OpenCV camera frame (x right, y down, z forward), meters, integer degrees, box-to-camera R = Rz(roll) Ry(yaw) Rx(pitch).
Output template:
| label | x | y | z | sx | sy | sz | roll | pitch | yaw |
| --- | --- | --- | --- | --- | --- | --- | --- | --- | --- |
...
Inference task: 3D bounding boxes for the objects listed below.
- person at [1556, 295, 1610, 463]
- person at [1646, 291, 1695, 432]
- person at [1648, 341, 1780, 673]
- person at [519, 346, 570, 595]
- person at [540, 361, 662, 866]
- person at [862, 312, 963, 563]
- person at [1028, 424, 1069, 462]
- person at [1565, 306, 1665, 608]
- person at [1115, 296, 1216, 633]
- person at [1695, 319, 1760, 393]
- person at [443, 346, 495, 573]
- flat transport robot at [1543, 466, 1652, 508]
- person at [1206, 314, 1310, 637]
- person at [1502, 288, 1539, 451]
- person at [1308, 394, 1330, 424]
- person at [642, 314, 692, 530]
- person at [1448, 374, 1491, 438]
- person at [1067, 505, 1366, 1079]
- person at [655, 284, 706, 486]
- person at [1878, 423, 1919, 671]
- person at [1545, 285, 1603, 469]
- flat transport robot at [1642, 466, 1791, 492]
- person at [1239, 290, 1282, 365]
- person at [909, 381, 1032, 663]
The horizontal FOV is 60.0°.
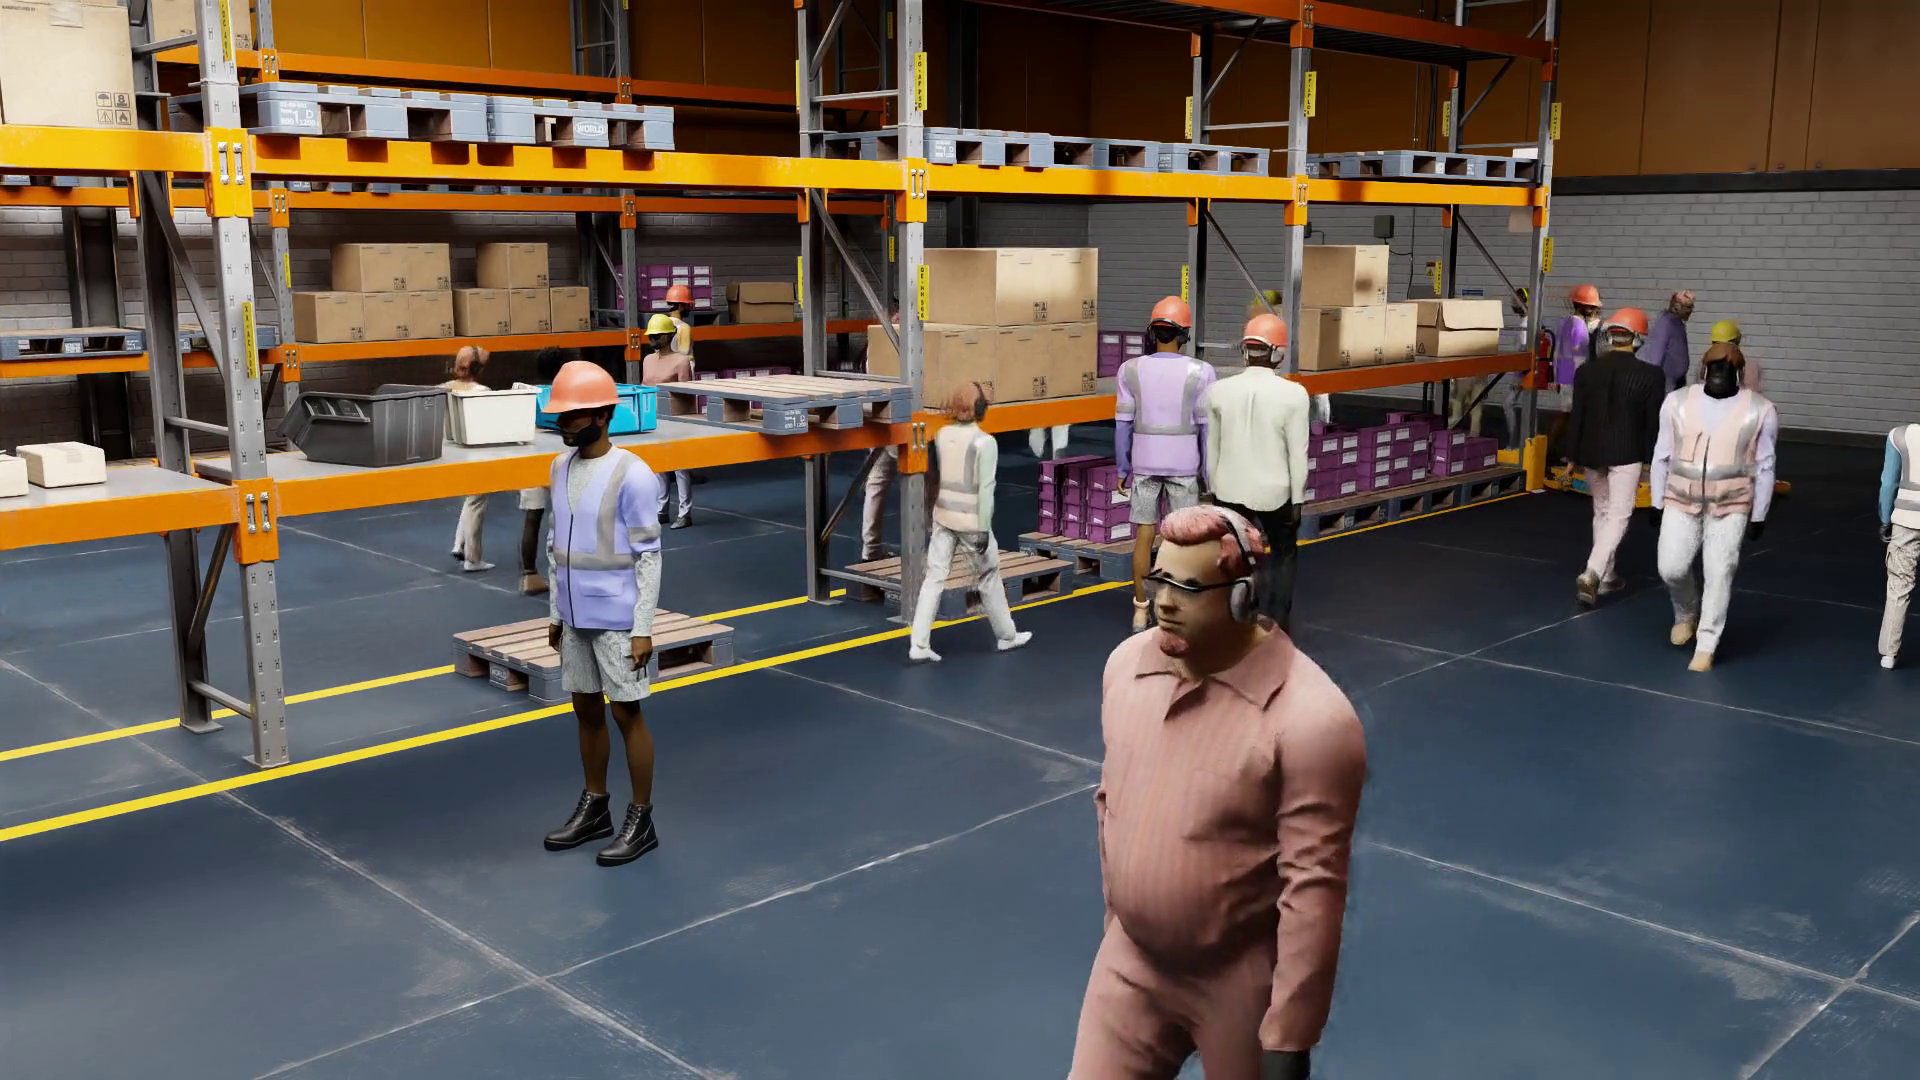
| label | x | y | z | sx | sy | sz | roll | pitch | yaw |
| --- | --- | --- | --- | --- | --- | --- | --- | --- | --- |
| person | 6.602 | -1.712 | 17.568 | 0.650 | 1.829 | 0.539 | -10 | 14 | -42 |
| person | 7.196 | -1.587 | 16.839 | 1.019 | 1.838 | 0.731 | 6 | 12 | 31 |
| person | 4.179 | -0.193 | 9.267 | 0.644 | 1.831 | 0.507 | 7 | 12 | 33 |
| person | -2.708 | -0.489 | 11.339 | 0.537 | 1.650 | 0.853 | 6 | 12 | 28 |
| person | -1.399 | 0.283 | 6.383 | 0.553 | 1.935 | 0.362 | 7 | 13 | 35 |
| person | -0.368 | -0.778 | 12.392 | 0.958 | 1.860 | 0.643 | -10 | 14 | -43 |
| person | 0.849 | -1.211 | 15.107 | 0.486 | 1.731 | 0.380 | 8 | 13 | 37 |
| person | 4.259 | -0.545 | 10.878 | 0.625 | 1.956 | 0.934 | 10 | 14 | 43 |
| person | 1.247 | -0.444 | 10.060 | 0.616 | 2.041 | 0.378 | 3 | 11 | 17 |
| person | 6.335 | -0.958 | 13.729 | 0.738 | 1.736 | 0.529 | -8 | 13 | -39 |
| person | -3.495 | -0.576 | 11.927 | 0.528 | 1.623 | 0.398 | 7 | 13 | 35 |
| flat transport robot | 6.003 | -0.503 | 15.214 | 0.652 | 0.197 | 1.431 | -2 | 11 | -10 |
| person | 1.674 | -0.272 | 9.322 | 0.616 | 1.975 | 0.594 | 5 | 12 | 26 |
| person | 6.120 | -1.807 | 18.052 | 0.432 | 1.845 | 0.571 | 6 | 12 | 31 |
| person | 4.126 | -2.076 | 19.293 | 0.446 | 1.918 | 0.649 | -4 | 11 | -21 |
| person | -2.424 | -0.968 | 13.674 | 0.534 | 1.767 | 0.317 | 7 | 12 | 33 |
| person | 5.433 | -1.656 | 17.866 | 0.506 | 1.611 | 0.660 | -1 | 10 | -7 |
| person | 0.443 | 0.866 | 3.344 | 0.684 | 1.883 | 0.690 | -9 | 14 | -41 |
| person | -2.707 | -1.499 | 16.100 | 0.375 | 1.935 | 0.551 | -9 | 14 | -41 |
| person | 5.299 | -0.067 | 9.089 | 0.523 | 1.645 | 0.306 | 10 | 14 | 43 |
| person | 6.396 | -1.639 | 16.964 | 0.866 | 1.895 | 0.565 | 2 | 11 | 13 |
| flat transport robot | 6.973 | -0.583 | 15.654 | 1.431 | 0.197 | 0.652 | -2 | 11 | -10 |
| person | 2.898 | -1.465 | 16.047 | 0.947 | 1.890 | 0.594 | -9 | 14 | -41 |
| person | 0.030 | -0.099 | 9.422 | 0.872 | 1.585 | 0.530 | -10 | 14 | -43 |
